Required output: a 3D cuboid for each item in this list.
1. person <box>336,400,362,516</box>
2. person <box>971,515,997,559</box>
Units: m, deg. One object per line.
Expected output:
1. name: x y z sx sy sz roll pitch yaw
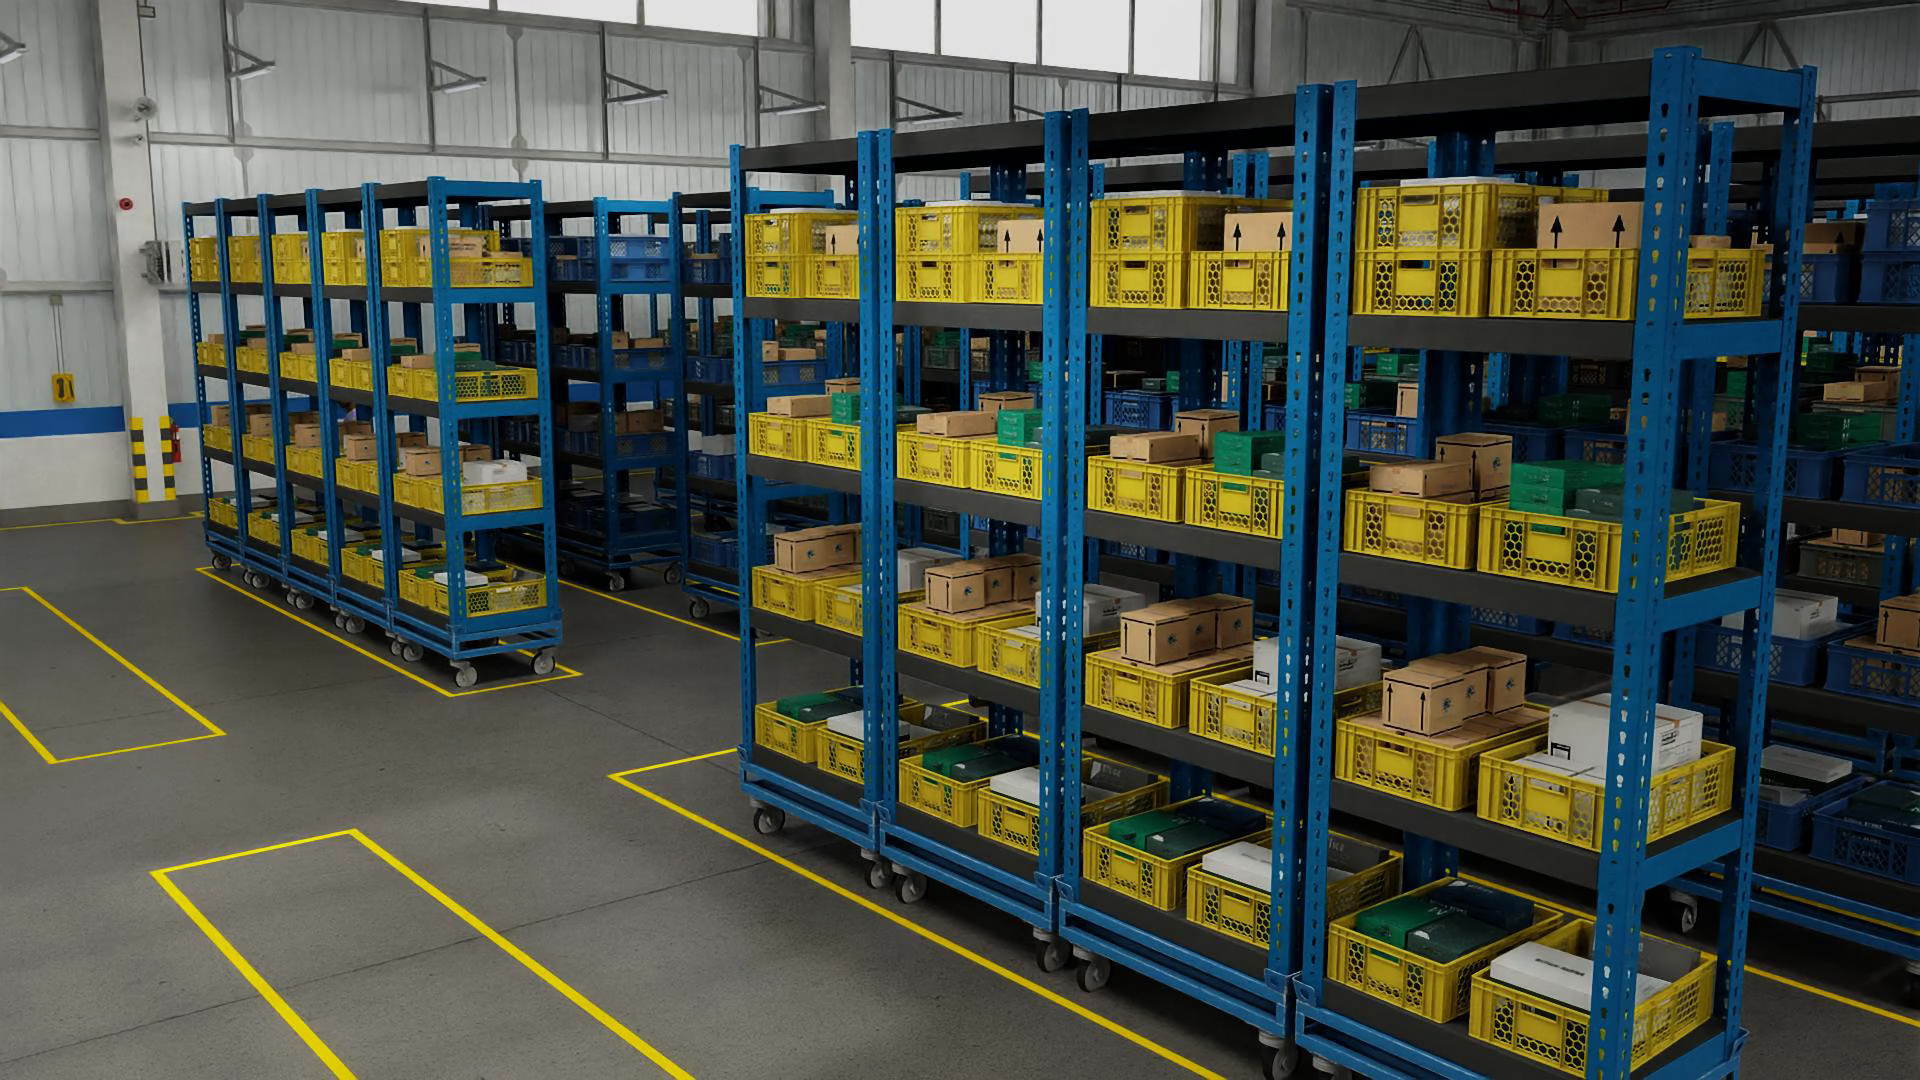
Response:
1. person: -6.106 -0.691 16.909 0.388 1.835 0.560 -4 10 -22
2. person: 0.300 -0.042 12.983 0.601 1.831 0.404 -3 10 -19
